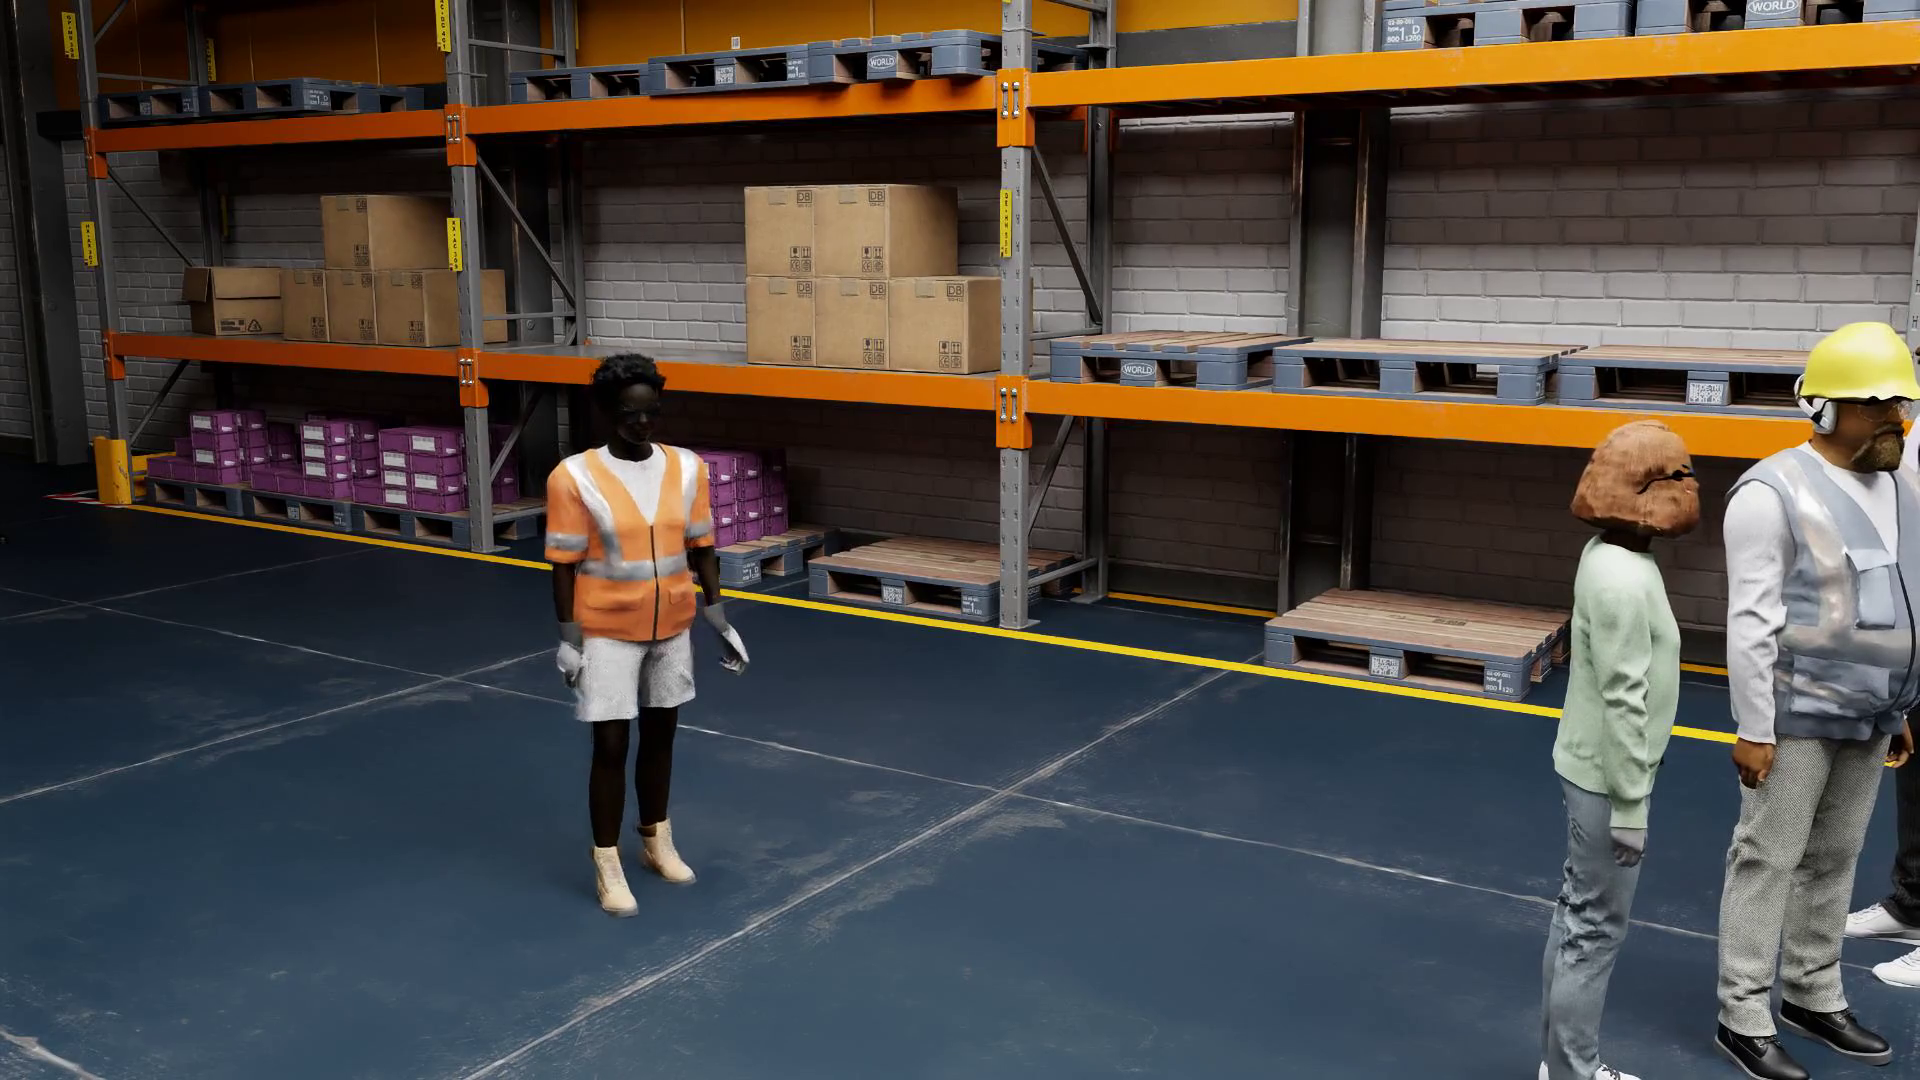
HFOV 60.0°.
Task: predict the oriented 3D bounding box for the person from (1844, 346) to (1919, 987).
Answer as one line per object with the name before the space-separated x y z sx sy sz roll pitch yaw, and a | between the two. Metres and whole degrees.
person | 2.708 0.258 4.536 0.380 1.918 0.596 1 10 5

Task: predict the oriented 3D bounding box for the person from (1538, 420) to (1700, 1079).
person | 1.475 0.546 3.726 0.280 1.636 0.500 3 11 17

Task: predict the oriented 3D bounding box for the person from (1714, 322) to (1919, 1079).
person | 2.089 0.397 4.004 0.591 1.833 0.403 -5 11 -27

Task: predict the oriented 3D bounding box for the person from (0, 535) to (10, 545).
person | -6.546 -0.893 10.850 0.347 1.943 0.545 3 11 18

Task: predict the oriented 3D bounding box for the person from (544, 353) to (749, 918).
person | -0.939 0.281 5.066 0.588 1.682 0.494 -8 13 -37
